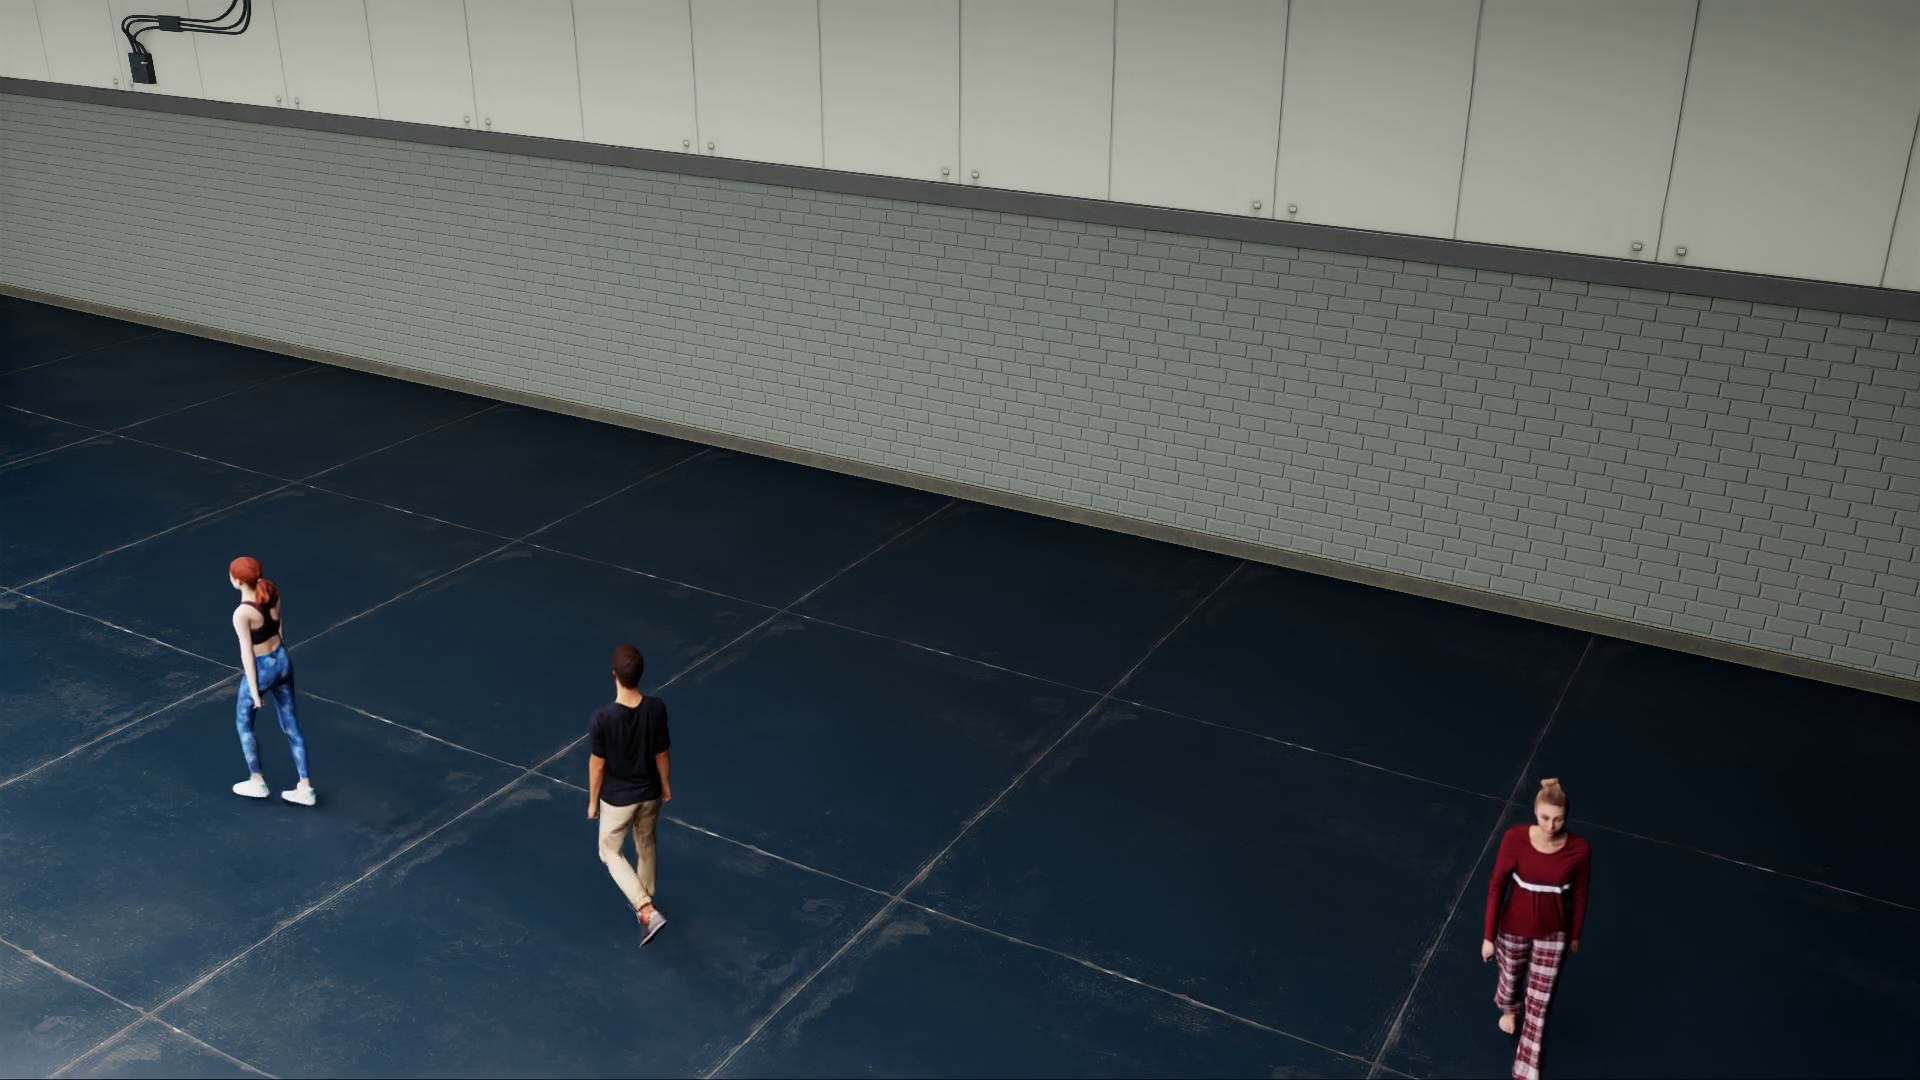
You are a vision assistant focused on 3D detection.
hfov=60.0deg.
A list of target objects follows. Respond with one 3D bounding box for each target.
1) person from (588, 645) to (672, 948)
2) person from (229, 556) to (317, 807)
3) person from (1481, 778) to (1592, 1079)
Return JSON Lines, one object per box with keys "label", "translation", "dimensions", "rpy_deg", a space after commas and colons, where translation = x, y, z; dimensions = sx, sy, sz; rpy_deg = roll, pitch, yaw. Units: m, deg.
{"label": "person", "translation": [-1.853, 1.493, 9.494], "dimensions": [0.979, 1.841, 0.942], "rpy_deg": [-15, 28, -32]}
{"label": "person", "translation": [-4.439, 0.949, 10.868], "dimensions": [0.651, 1.767, 0.757], "rpy_deg": [11, 26, 25]}
{"label": "person", "translation": [2.953, 1.976, 8.603], "dimensions": [0.792, 1.648, 1.137], "rpy_deg": [7, 24, 17]}
